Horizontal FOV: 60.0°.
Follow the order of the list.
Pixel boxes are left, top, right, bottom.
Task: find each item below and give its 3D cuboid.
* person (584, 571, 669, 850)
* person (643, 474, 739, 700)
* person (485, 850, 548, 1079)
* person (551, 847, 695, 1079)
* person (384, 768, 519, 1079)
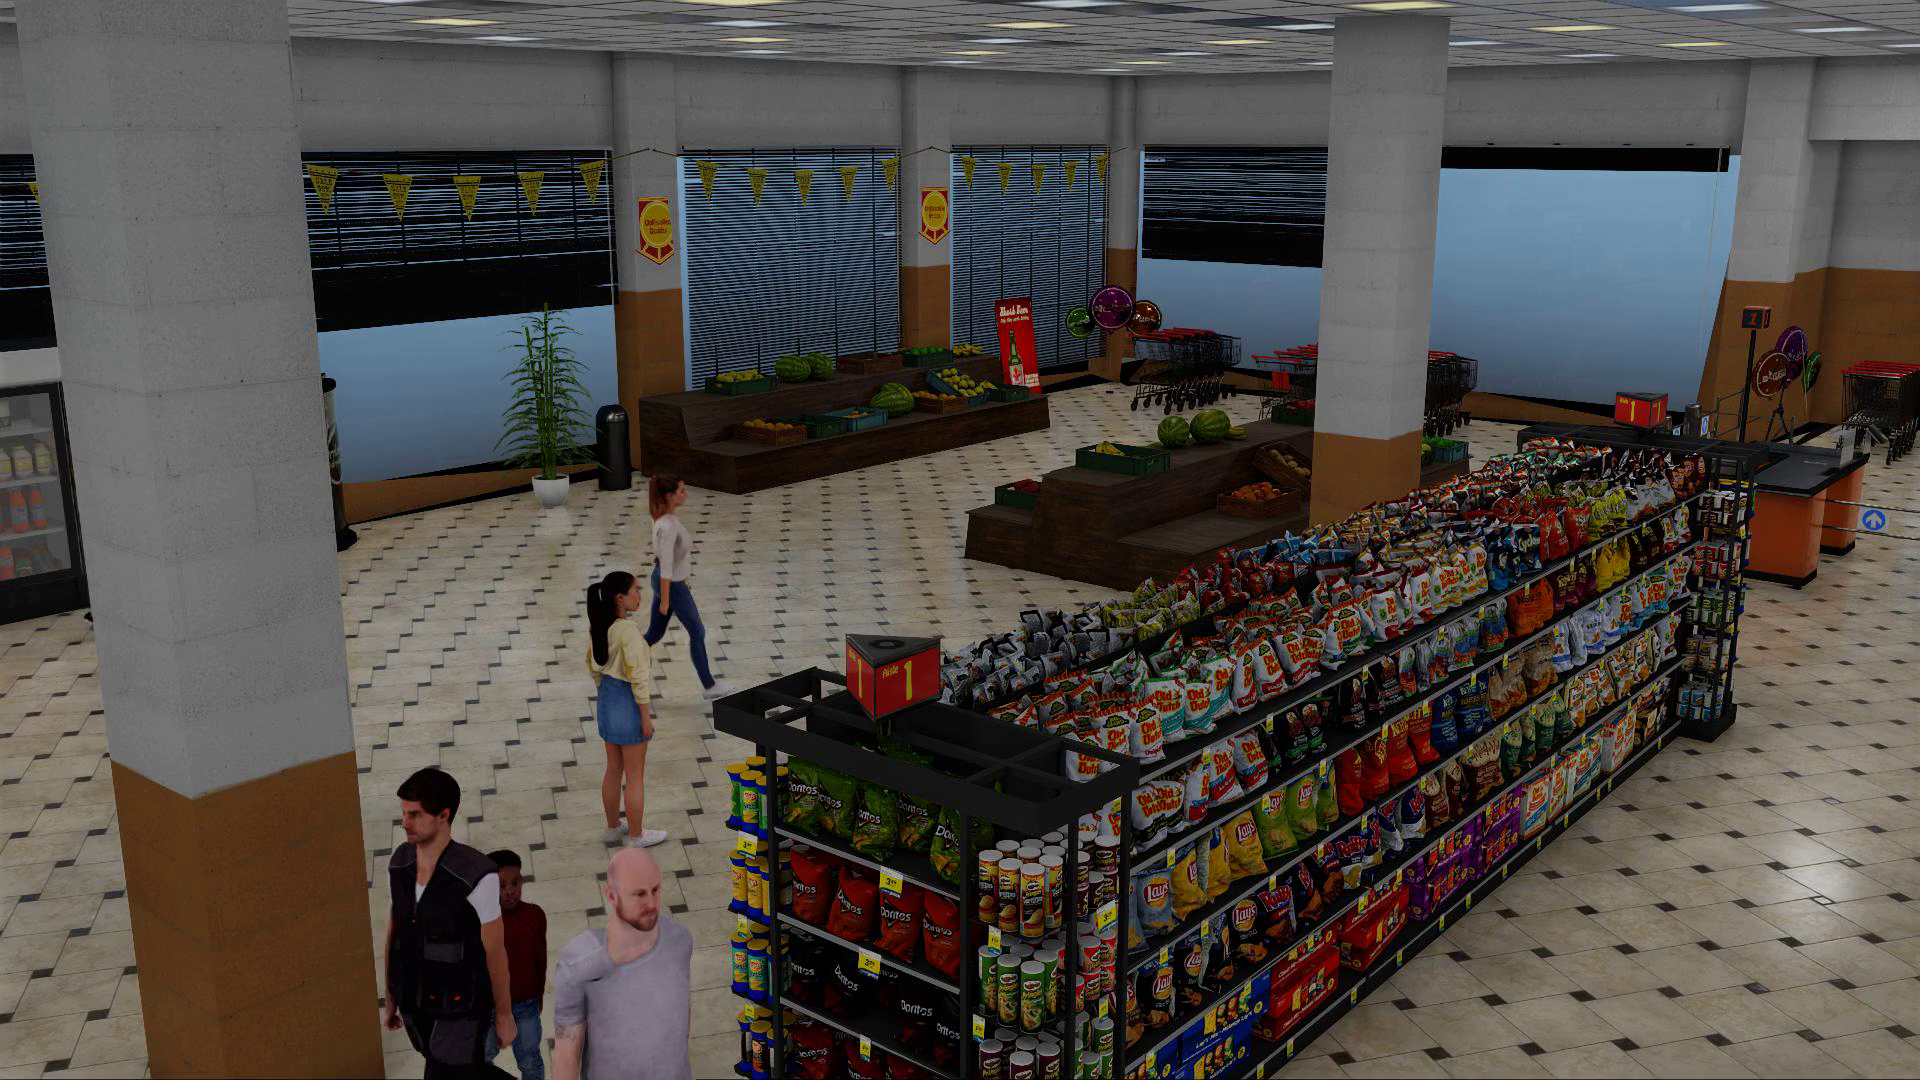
[{"bbox_3d":[-1.960,0.979,9.627,0.566,1.631,0.649,-13,19,-43],"label":"person"},{"bbox_3d":[-2.178,0.385,11.974,1.219,1.679,1.060,-4,14,-14],"label":"person"},{"bbox_3d":[-1.895,1.849,6.844,0.874,1.251,0.795,-6,15,-24],"label":"person"},{"bbox_3d":[-1.138,1.874,5.588,1.253,1.795,0.945,-9,16,-34],"label":"person"},{"bbox_3d":[-1.837,1.709,6.232,0.815,1.813,1.210,8,16,30],"label":"person"}]
